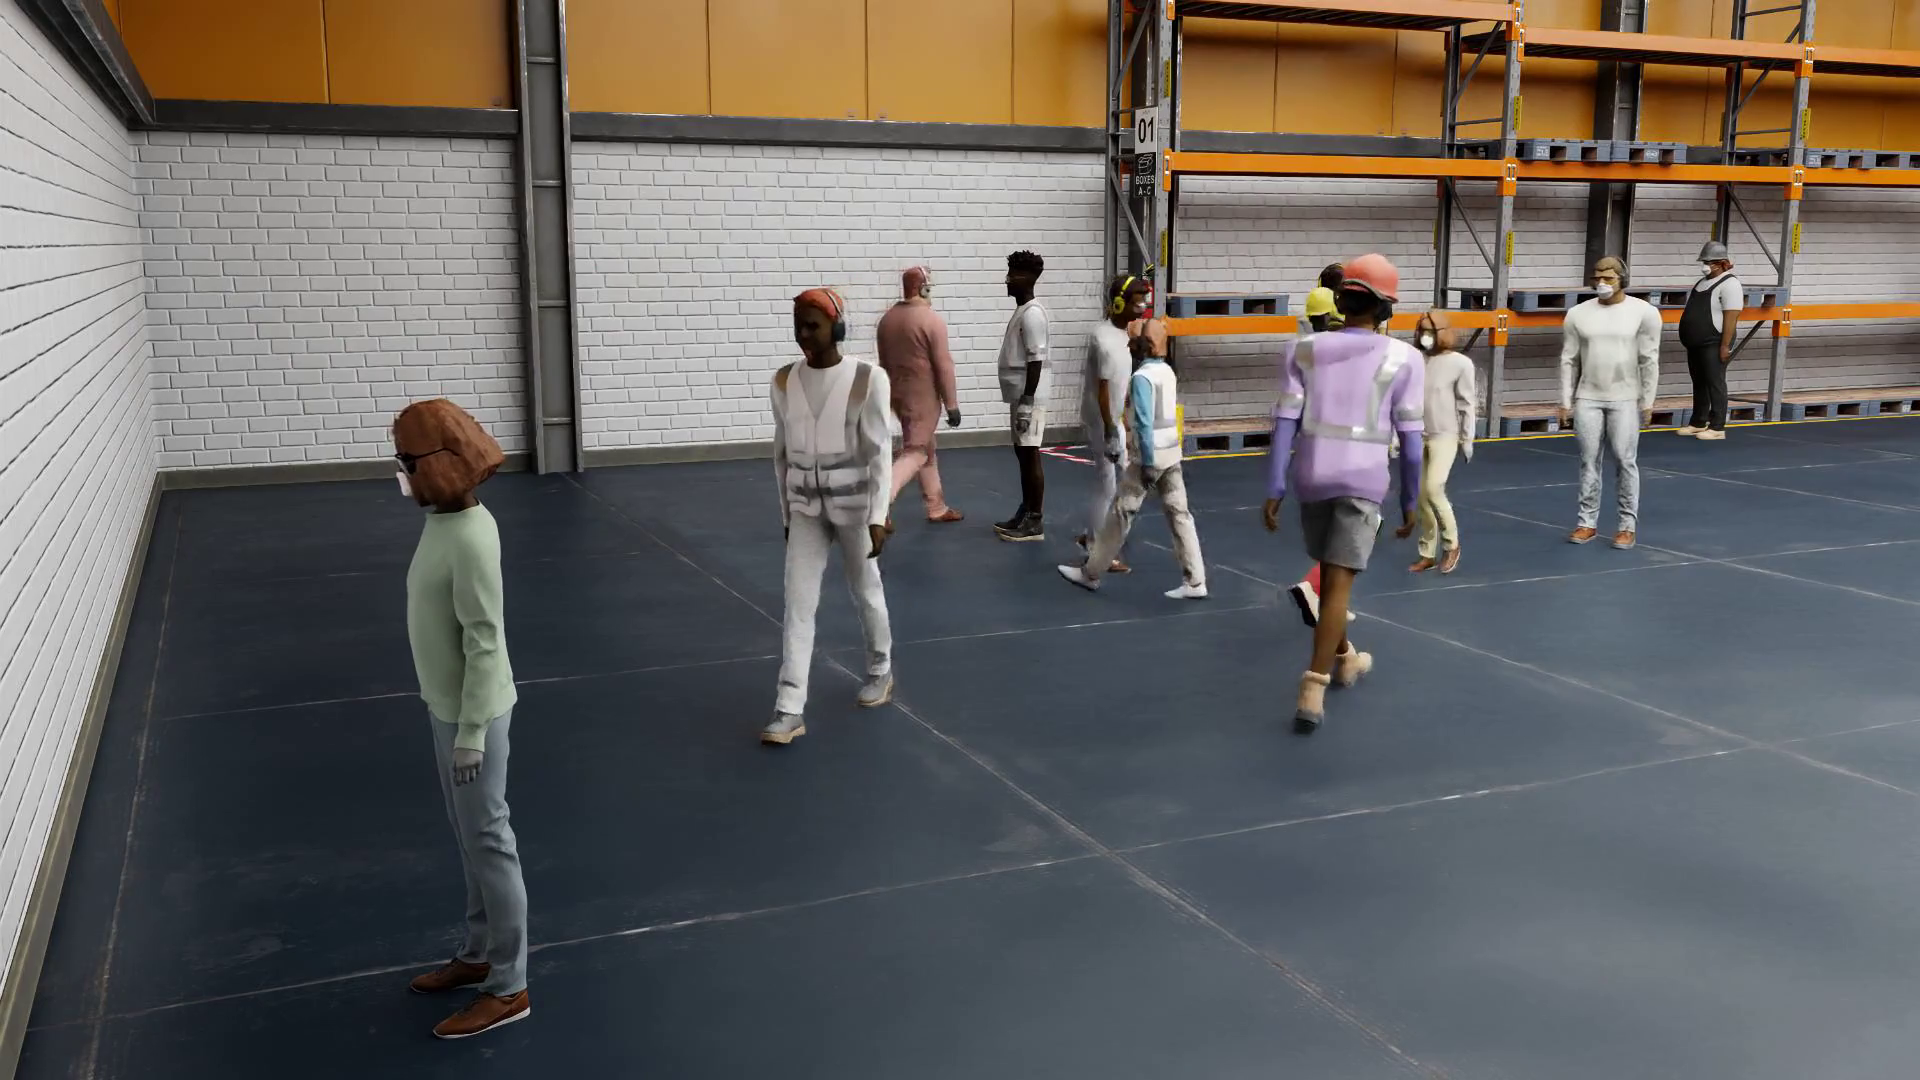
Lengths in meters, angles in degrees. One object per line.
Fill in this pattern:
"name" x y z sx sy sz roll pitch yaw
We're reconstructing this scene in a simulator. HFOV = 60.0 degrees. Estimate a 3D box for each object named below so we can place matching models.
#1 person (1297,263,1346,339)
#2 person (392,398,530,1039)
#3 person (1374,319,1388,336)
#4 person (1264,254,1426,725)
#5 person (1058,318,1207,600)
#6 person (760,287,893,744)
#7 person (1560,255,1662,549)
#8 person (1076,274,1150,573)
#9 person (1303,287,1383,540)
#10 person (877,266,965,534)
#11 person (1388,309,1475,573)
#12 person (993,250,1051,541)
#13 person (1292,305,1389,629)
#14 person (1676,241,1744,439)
"person" 2.671 -1.058 12.034 0.535 1.868 0.309 4 11 22
"person" -1.287 0.451 4.281 0.284 1.633 0.498 -5 11 -26
"person" 3.776 -1.652 15.412 0.329 1.842 0.516 -1 10 -5
"person" 1.641 -0.228 7.145 0.626 1.974 1.095 6 12 31
"person" 1.014 -0.451 9.419 0.880 1.592 0.542 5 11 27
"person" -0.523 -0.127 6.954 0.596 1.844 0.978 4 11 19
"person" 4.305 -0.915 11.070 0.632 1.936 0.378 8 13 37
"person" 0.937 -0.684 10.057 0.469 1.830 0.575 4 11 23
"person" 2.424 -0.753 10.709 0.503 1.729 0.567 -6 12 -28
"person" -0.337 -0.986 11.662 0.967 1.870 0.642 -8 13 -38
"person" 2.869 -0.593 10.139 0.348 1.620 0.495 -8 13 -38
"person" 0.432 -0.978 11.319 0.367 1.965 0.607 -1 10 -5
"person" 1.924 -0.375 8.580 0.589 1.752 0.530 -8 13 -38
"person" 7.689 -2.061 17.142 0.535 2.000 0.681 -1 10 -4
